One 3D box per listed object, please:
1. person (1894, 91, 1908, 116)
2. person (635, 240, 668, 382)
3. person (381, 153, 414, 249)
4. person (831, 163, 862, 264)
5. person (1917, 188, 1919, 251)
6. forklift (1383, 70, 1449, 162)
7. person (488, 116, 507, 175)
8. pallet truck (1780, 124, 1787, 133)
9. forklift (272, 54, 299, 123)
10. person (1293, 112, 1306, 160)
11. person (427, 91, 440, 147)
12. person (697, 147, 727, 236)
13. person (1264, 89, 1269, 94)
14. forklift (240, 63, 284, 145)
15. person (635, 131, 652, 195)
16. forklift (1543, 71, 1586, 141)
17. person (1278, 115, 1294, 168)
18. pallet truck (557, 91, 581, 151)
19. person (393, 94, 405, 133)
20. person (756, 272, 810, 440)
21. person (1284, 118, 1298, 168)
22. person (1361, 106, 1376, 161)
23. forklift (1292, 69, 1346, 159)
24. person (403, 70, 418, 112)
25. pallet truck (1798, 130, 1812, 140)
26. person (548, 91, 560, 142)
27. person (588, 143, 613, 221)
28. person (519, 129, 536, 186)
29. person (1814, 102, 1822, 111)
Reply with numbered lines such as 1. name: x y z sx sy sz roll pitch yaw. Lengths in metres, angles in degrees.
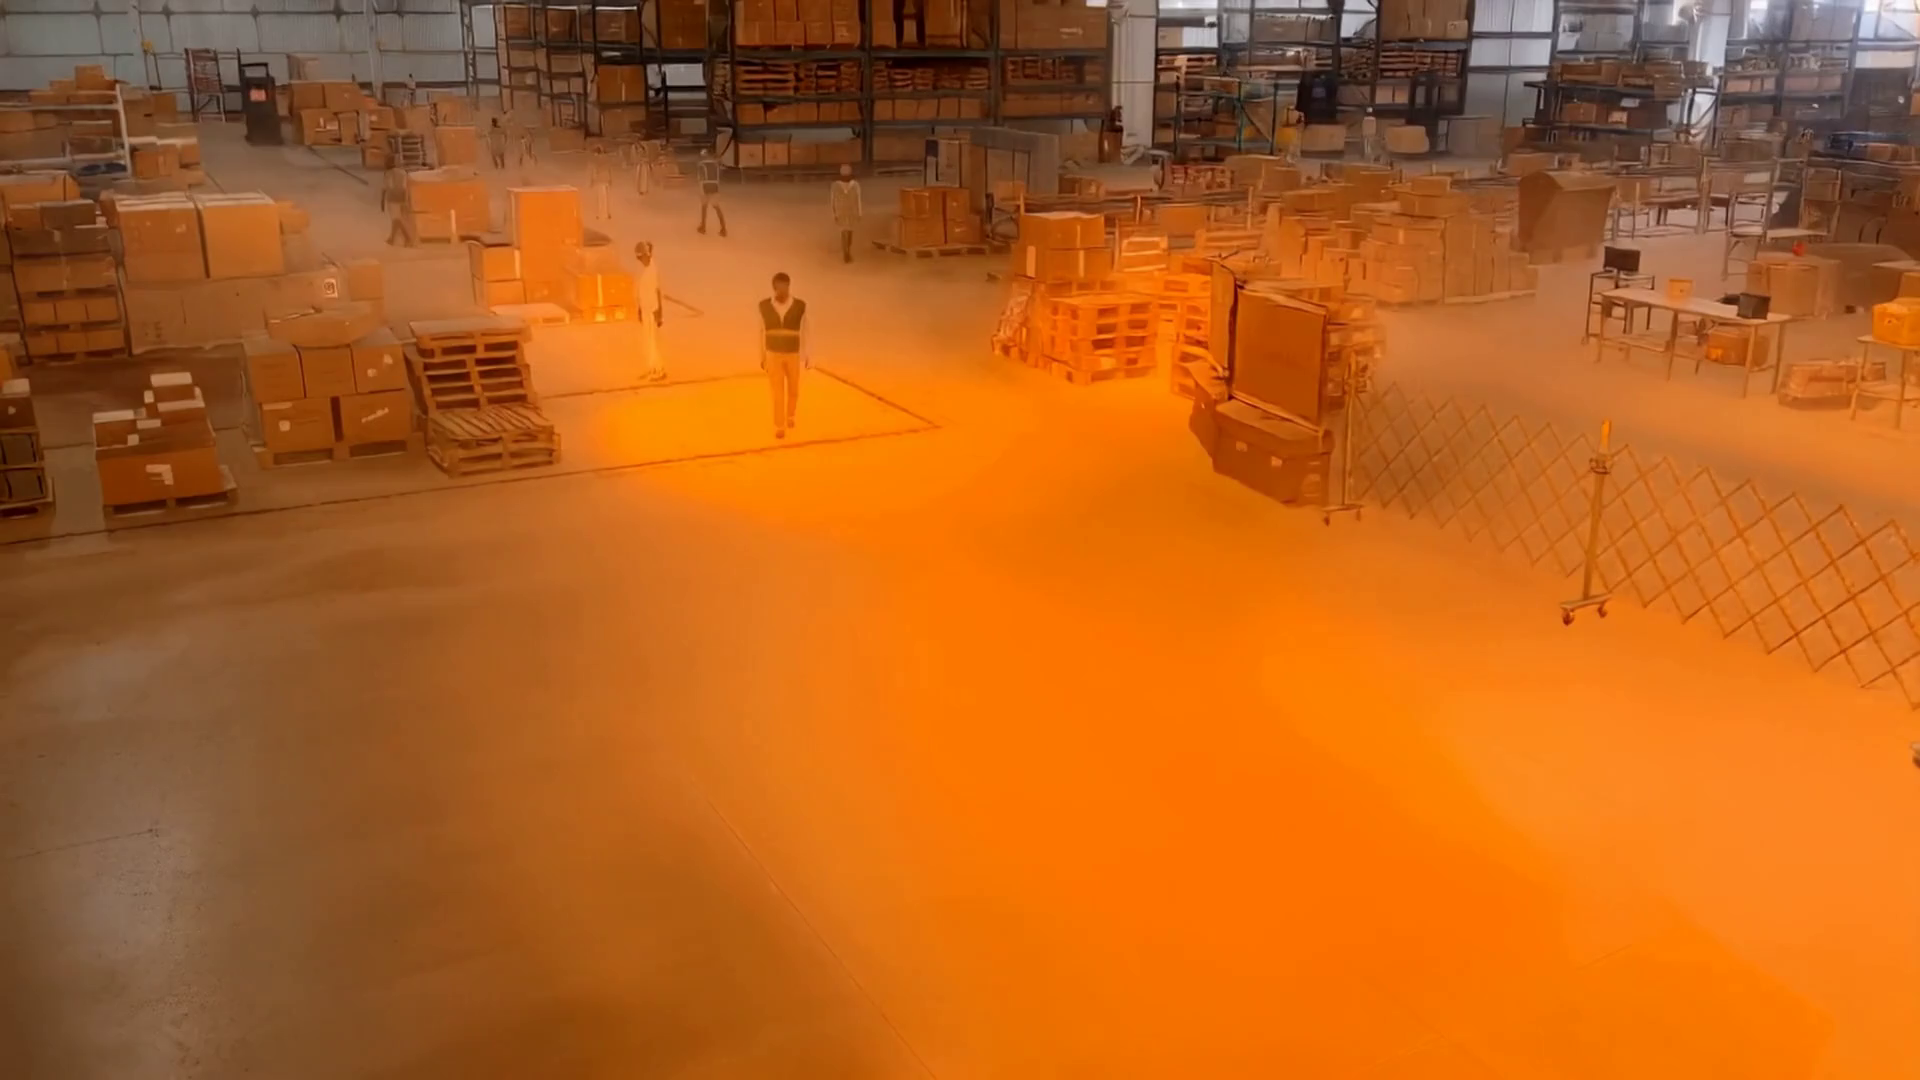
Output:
1. person: 32.127 -14.325 56.923 0.608 1.995 0.377 -13 22 -35
2. person: -4.080 -3.005 21.859 0.501 1.861 0.328 15 23 39
3. person: -11.552 -6.911 33.939 0.908 1.919 0.615 7 19 21
4. person: -2.212 -6.341 32.193 0.561 1.910 0.918 -4 18 -13
5. person: 19.387 -6.577 33.091 0.592 1.798 0.805 0 18 1
6. forklift: 14.660 -13.589 53.200 1.873 2.768 1.129 -9 20 -26
7. person: -13.586 -11.600 48.903 0.571 1.685 0.419 1 18 4
8. pallet truck: 25.206 -12.542 52.601 1.601 1.201 0.680 0 18 -2
9. forklift: -28.267 -19.158 70.562 1.873 2.768 1.129 -9 20 -26
10. person: 10.626 -12.556 51.988 0.275 1.632 0.507 16 24 40
11. person: -18.537 -14.830 58.636 0.390 1.912 0.589 -13 22 -35
12. person: -5.367 -7.513 35.867 0.562 1.895 1.002 -13 22 -36
13. person: 12.096 -16.982 65.723 0.325 1.678 0.609 10 20 27
14. forklift: -25.189 -15.695 59.765 1.129 2.768 1.873 -9 20 -27
15. person: -8.323 -9.886 43.655 0.308 1.639 0.524 9 20 26
16. forklift: 18.685 -13.231 52.085 1.873 2.768 1.129 -9 20 -26
17. person: 9.120 -10.863 46.271 0.725 1.914 0.549 -8 20 -25
18. pallet truck: -13.495 -14.412 57.188 0.823 1.965 1.885 -3 18 -9
19. person: -18.518 -13.708 54.997 0.390 1.995 0.613 -11 21 -30
20. person: -2.024 -2.148 19.119 0.603 1.901 0.754 -2 18 -6
21. person: 9.811 -11.620 49.088 0.611 1.608 0.538 -13 22 -34
22. person: 13.080 -12.973 53.092 0.531 1.751 0.540 -11 21 -30
23. forklift: 11.615 -13.871 54.079 1.129 2.768 1.873 -9 20 -27
24. person: -25.751 -21.035 77.930 0.544 1.939 0.372 0 18 0
25. pallet truck: 25.526 -11.556 49.408 1.630 1.274 0.653 -9 20 -26
26. person: -14.817 -15.540 60.993 0.604 1.827 0.630 -8 20 -24
27. person: -8.296 -8.256 38.381 0.526 1.761 0.337 -7 19 -21
28. person: -11.574 -10.224 44.755 0.775 1.607 0.550 6 19 17
29. person: 28.281 -13.663 55.256 0.539 1.745 0.605 -6 19 -18
